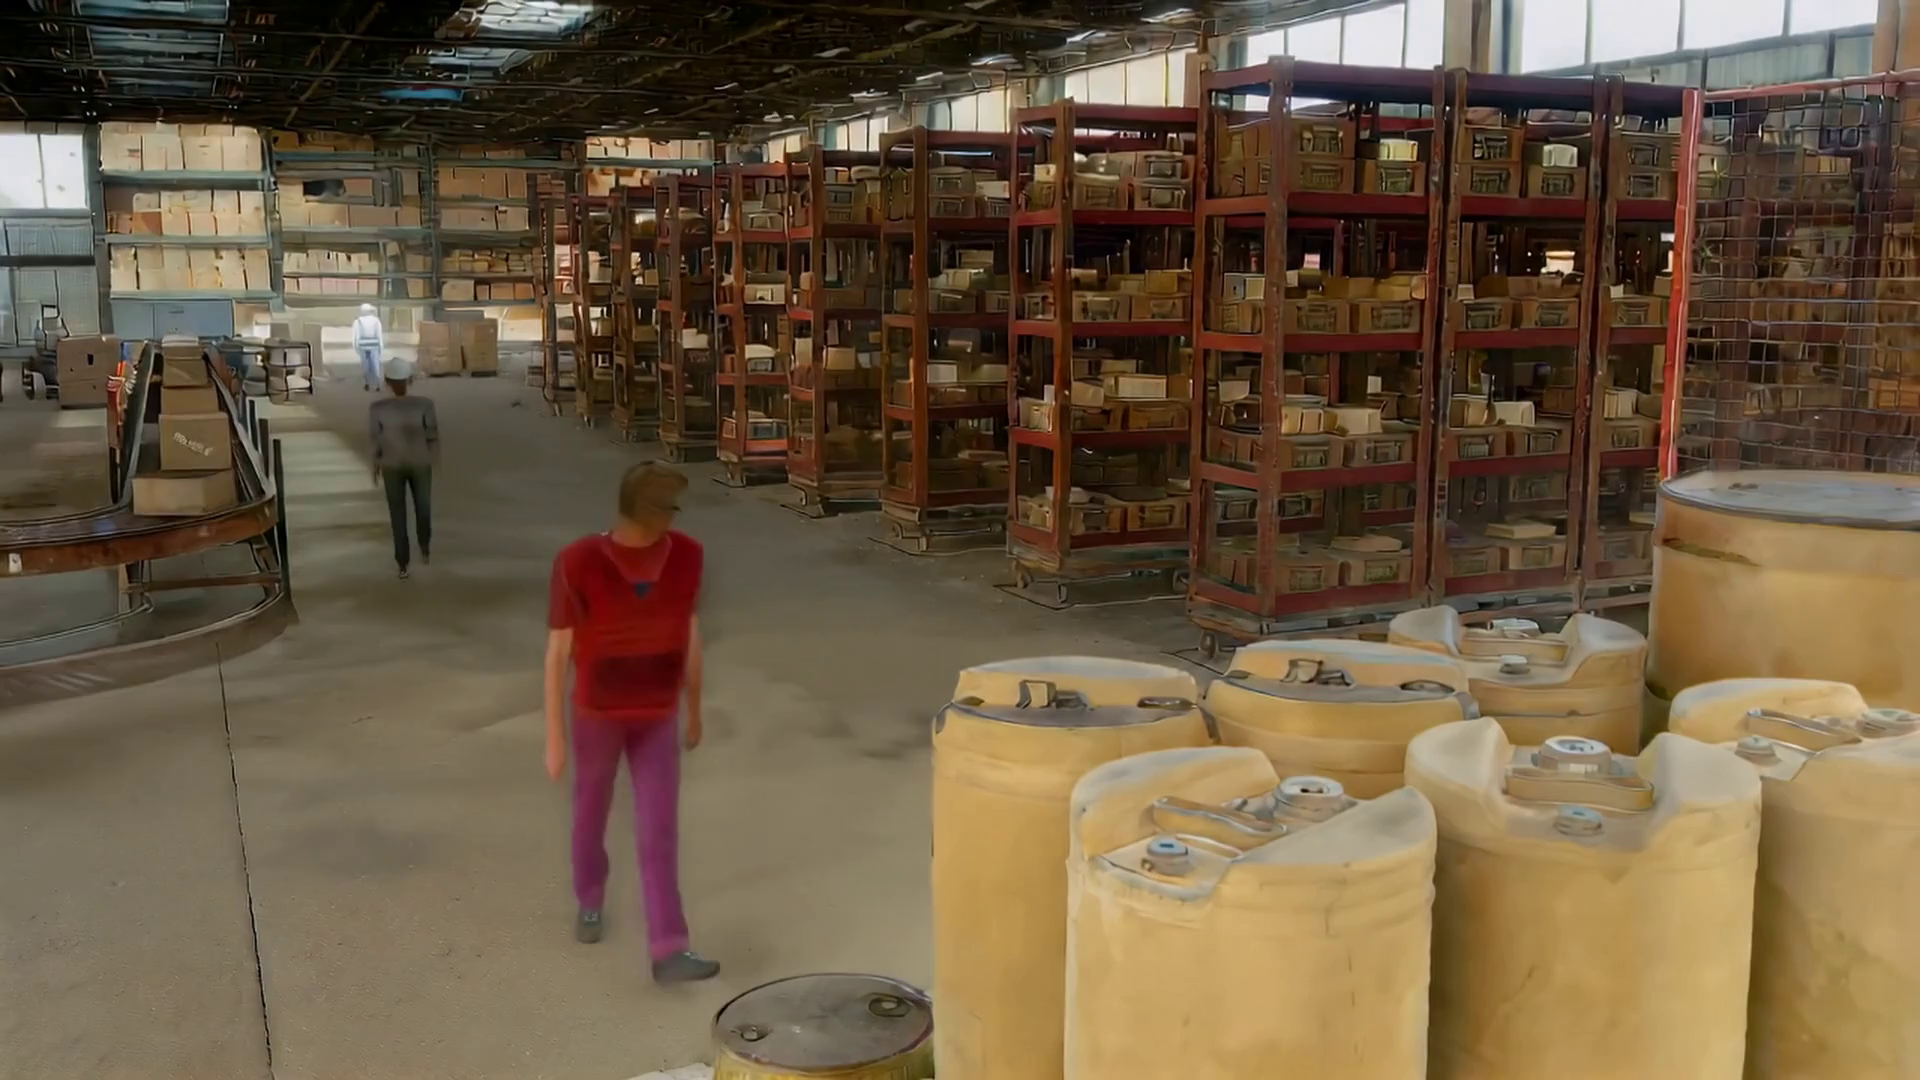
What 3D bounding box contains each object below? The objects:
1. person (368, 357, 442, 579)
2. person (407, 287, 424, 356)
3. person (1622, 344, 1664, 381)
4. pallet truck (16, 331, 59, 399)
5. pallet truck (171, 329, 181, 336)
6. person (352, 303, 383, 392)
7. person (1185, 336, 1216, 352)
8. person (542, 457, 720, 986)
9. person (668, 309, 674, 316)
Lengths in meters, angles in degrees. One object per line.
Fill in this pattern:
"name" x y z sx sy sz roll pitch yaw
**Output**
"person" -4.366 -0.566 13.088 0.543 1.751 0.402 -2 9 -13
"person" -15.625 -6.244 47.642 0.746 1.964 0.637 -4 10 -24
"person" 6.289 -1.090 15.663 0.625 1.971 0.770 -2 9 -10
"pallet truck" -17.082 -3.353 31.781 1.630 1.274 0.653 -4 10 -25
"pallet truck" -17.275 -3.851 35.096 1.601 1.201 0.680 0 9 1
"person" -11.846 -3.850 33.323 0.587 1.808 0.822 -4 10 -24
"person" 3.357 -2.399 23.619 0.631 2.042 0.426 -5 11 -29
"person" -1.145 0.607 5.735 0.639 1.775 0.977 -5 11 -30
"person" -8.342 -6.130 47.006 0.605 1.948 0.387 4 10 25
